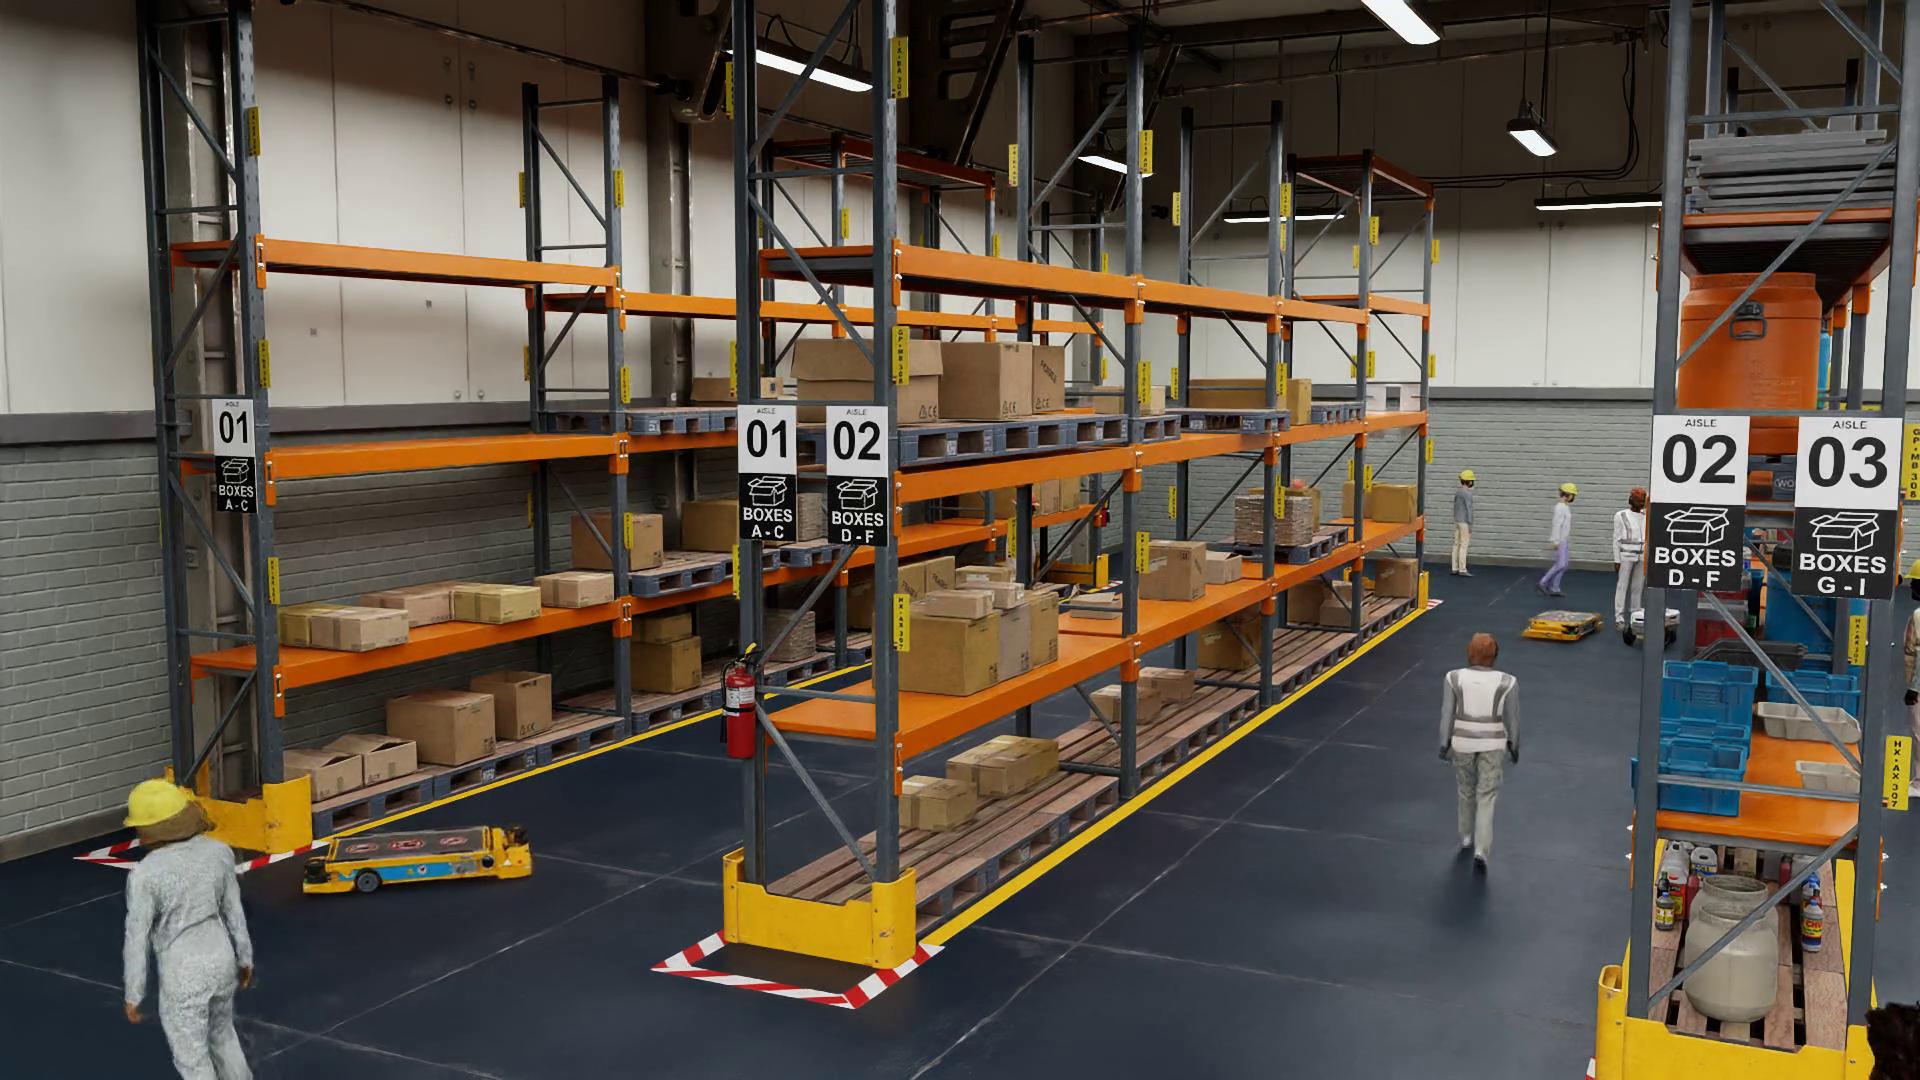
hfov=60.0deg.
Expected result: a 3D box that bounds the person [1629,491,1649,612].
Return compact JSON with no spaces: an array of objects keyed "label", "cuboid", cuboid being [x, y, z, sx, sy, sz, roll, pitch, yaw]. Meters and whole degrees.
[{"label":"person","cuboid":[9.601,0.176,23.259,0.357,1.732,0.503,-2,6,-19]}]

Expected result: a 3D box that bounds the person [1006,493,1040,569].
[{"label":"person","cuboid":[0.751,0.398,19.888,0.404,1.991,0.625,-1,6,-7]}]

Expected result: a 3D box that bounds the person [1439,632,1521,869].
[{"label":"person","cuboid":[3.605,1.446,11.558,0.532,1.606,0.829,3,6,24]}]

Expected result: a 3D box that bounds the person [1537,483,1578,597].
[{"label":"person","cuboid":[8.952,0.009,24.862,0.485,1.740,0.553,3,7,28]}]

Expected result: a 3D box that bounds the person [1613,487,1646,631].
[{"label":"person","cuboid":[8.820,0.254,21.769,0.574,1.886,0.356,-1,6,-13]}]

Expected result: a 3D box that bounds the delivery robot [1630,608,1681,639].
[{"label":"delivery robot","cuboid":[8.620,0.986,20.598,0.707,0.478,0.477,-5,8,-41]}]

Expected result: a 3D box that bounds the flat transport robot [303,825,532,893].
[{"label":"flat transport robot","cuboid":[-3.639,2.138,11.214,1.431,0.197,0.652,-2,6,-16]}]

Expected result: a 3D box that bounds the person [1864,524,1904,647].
[{"label":"person","cuboid":[11.352,0.363,20.519,0.593,1.923,0.382,0,6,-4]}]

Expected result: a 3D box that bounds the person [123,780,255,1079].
[{"label":"person","cuboid":[-3.275,1.848,7.068,0.429,1.705,0.545,3,7,26]}]

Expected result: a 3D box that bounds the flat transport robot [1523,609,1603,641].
[{"label":"flat transport robot","cuboid":[7.786,1.086,21.442,0.652,0.197,1.431,4,7,34]}]

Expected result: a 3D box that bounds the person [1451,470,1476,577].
[{"label":"person","cuboid":[8.343,-0.274,27.471,0.328,1.767,0.531,-1,6,-9]}]

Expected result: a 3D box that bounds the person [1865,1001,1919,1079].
[{"label":"person","cuboid":[2.181,2.056,3.957,0.633,1.941,0.430,2,6,19]}]
